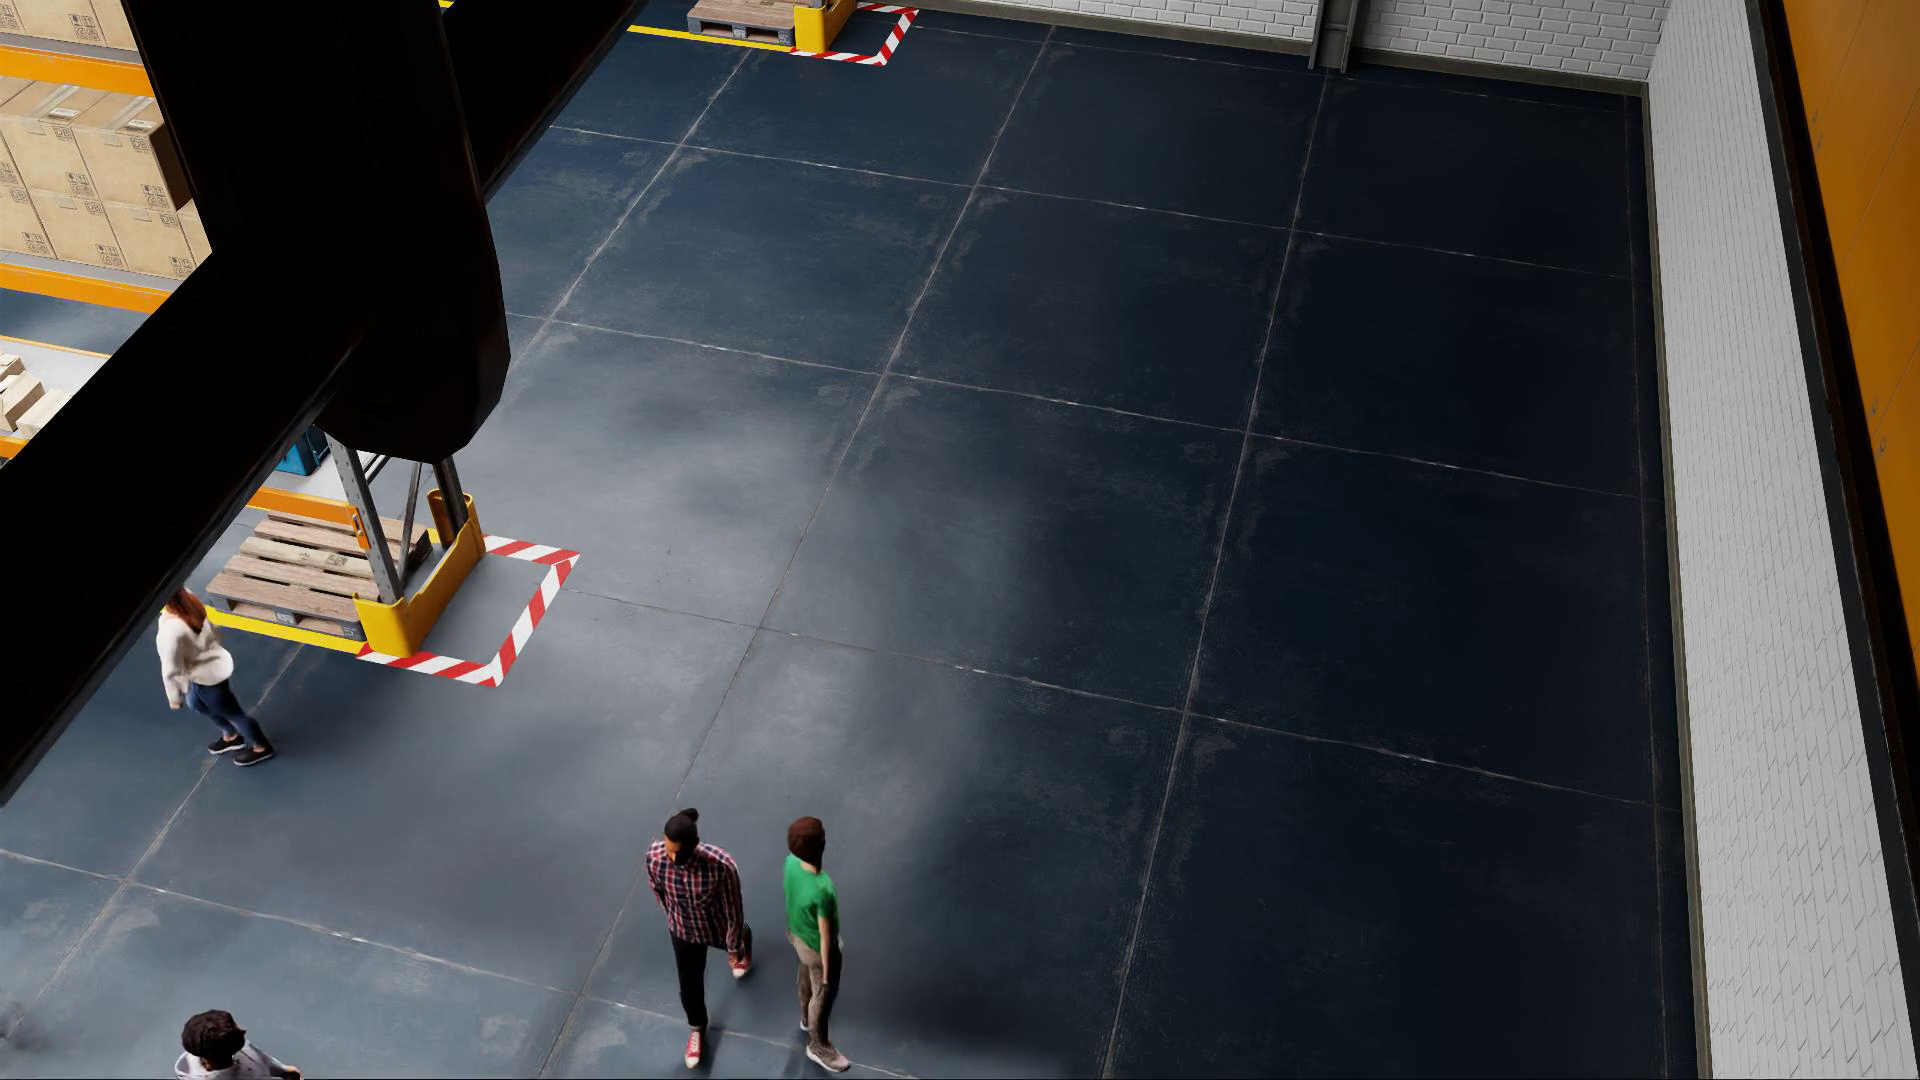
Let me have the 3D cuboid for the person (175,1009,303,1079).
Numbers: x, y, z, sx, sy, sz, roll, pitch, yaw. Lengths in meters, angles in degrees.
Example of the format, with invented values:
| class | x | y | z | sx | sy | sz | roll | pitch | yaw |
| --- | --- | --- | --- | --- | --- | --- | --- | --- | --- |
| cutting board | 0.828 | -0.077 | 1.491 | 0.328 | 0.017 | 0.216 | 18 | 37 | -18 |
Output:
| class | x | y | z | sx | sy | sz | roll | pitch | yaw |
| --- | --- | --- | --- | --- | --- | --- | --- | --- | --- |
| person | -3.444 | 2.855 | 7.906 | 1.151 | 1.893 | 1.159 | -28 | 50 | -26 |

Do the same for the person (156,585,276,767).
| class | x | y | z | sx | sy | sz | roll | pitch | yaw |
| --- | --- | --- | --- | --- | --- | --- | --- | --- | --- |
| person | -4.547 | 0.796 | 10.226 | 0.798 | 1.674 | 0.763 | -13 | 45 | -13 |

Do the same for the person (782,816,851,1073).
| class | x | y | z | sx | sy | sz | roll | pitch | yaw |
| --- | --- | --- | --- | --- | --- | --- | --- | --- | --- |
| person | -0.787 | 2.169 | 8.824 | 0.898 | 1.620 | 0.835 | -14 | 45 | -14 |

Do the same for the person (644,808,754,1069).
| class | x | y | z | sx | sy | sz | roll | pitch | yaw |
| --- | --- | --- | --- | --- | --- | --- | --- | --- | --- |
| person | -1.349 | 1.972 | 8.939 | 1.097 | 1.746 | 0.883 | 3 | 44 | 3 |
